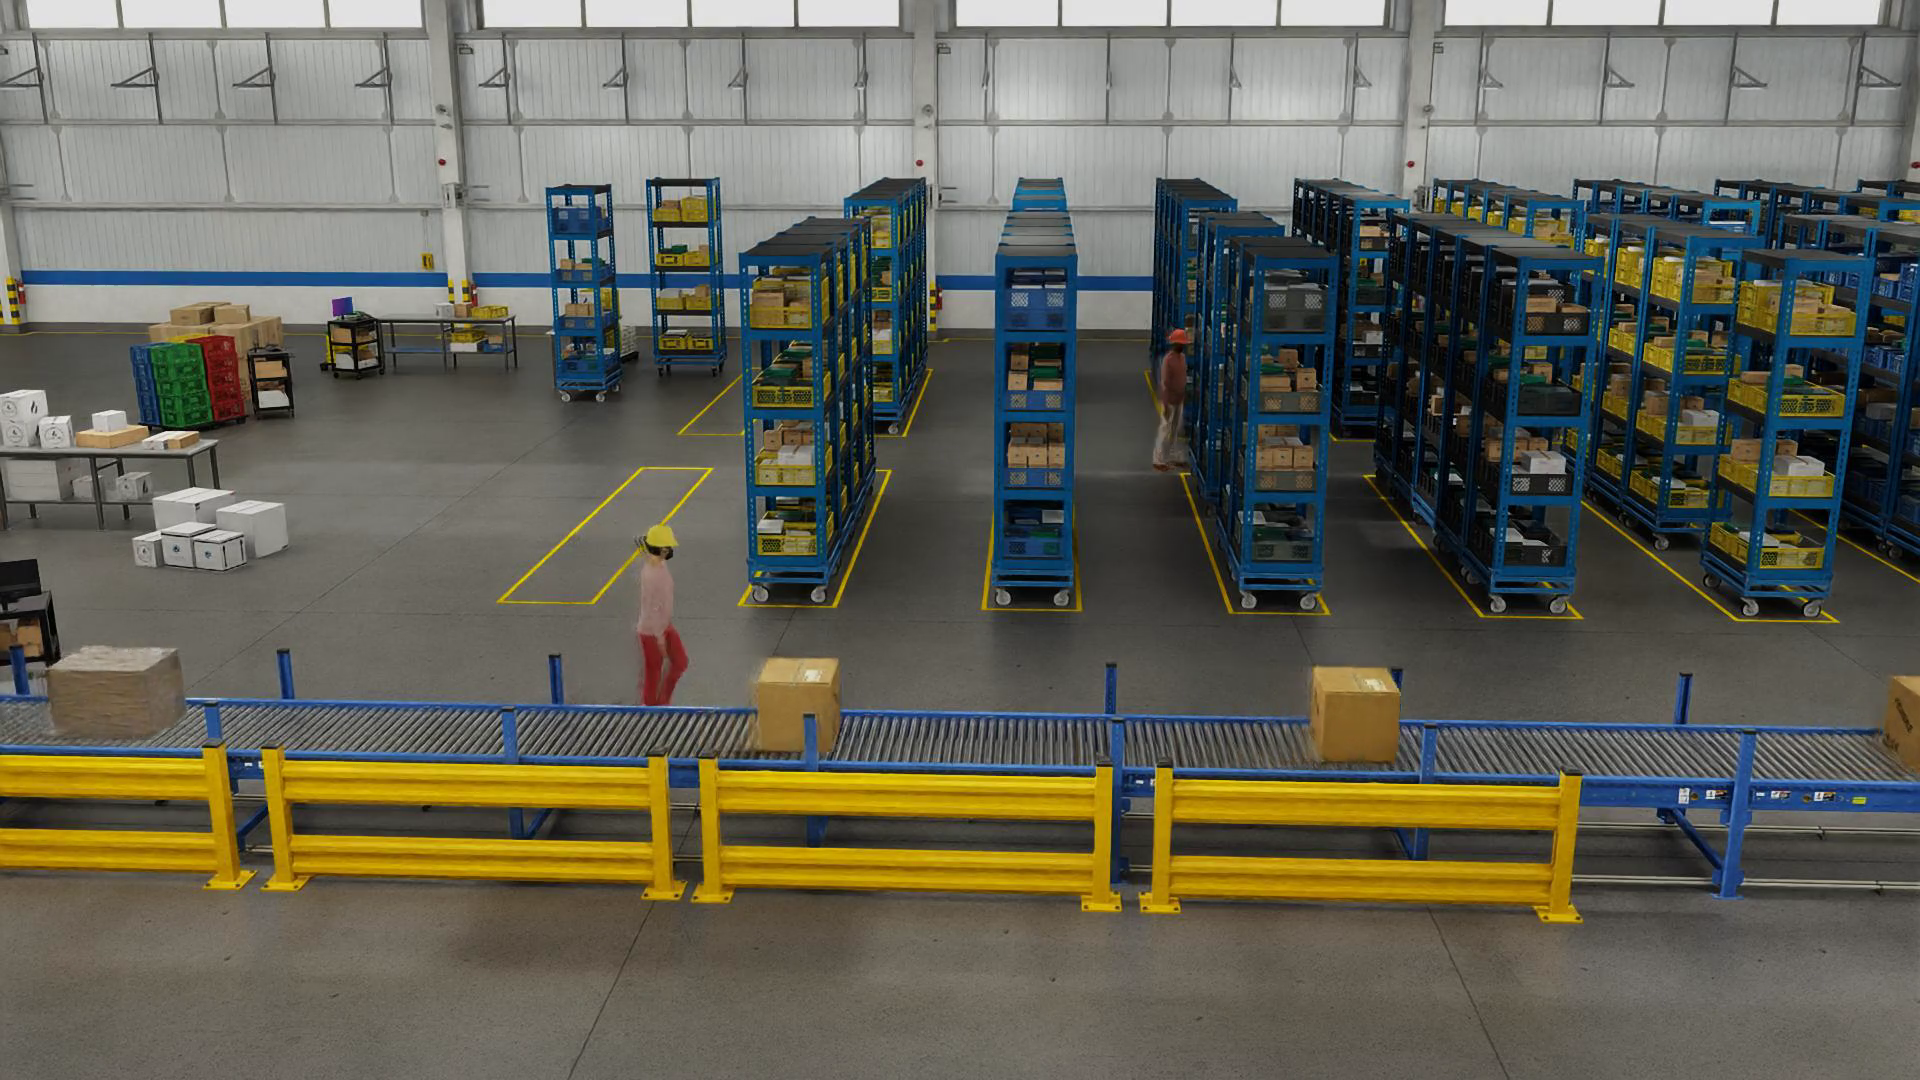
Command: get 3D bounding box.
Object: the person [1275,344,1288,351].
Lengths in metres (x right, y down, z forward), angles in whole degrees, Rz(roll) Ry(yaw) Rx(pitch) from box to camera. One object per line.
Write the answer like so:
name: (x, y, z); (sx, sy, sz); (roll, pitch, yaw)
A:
person: (4.695, -2.221, 24.344); (0.532, 1.811, 0.620); (4, 16, 14)

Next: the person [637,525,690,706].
person: (-2.424, 0.729, 13.505); (0.438, 1.750, 0.538); (2, 15, 6)

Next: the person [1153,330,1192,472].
person: (3.002, -1.907, 22.921); (0.677, 1.976, 0.688); (9, 18, 31)
